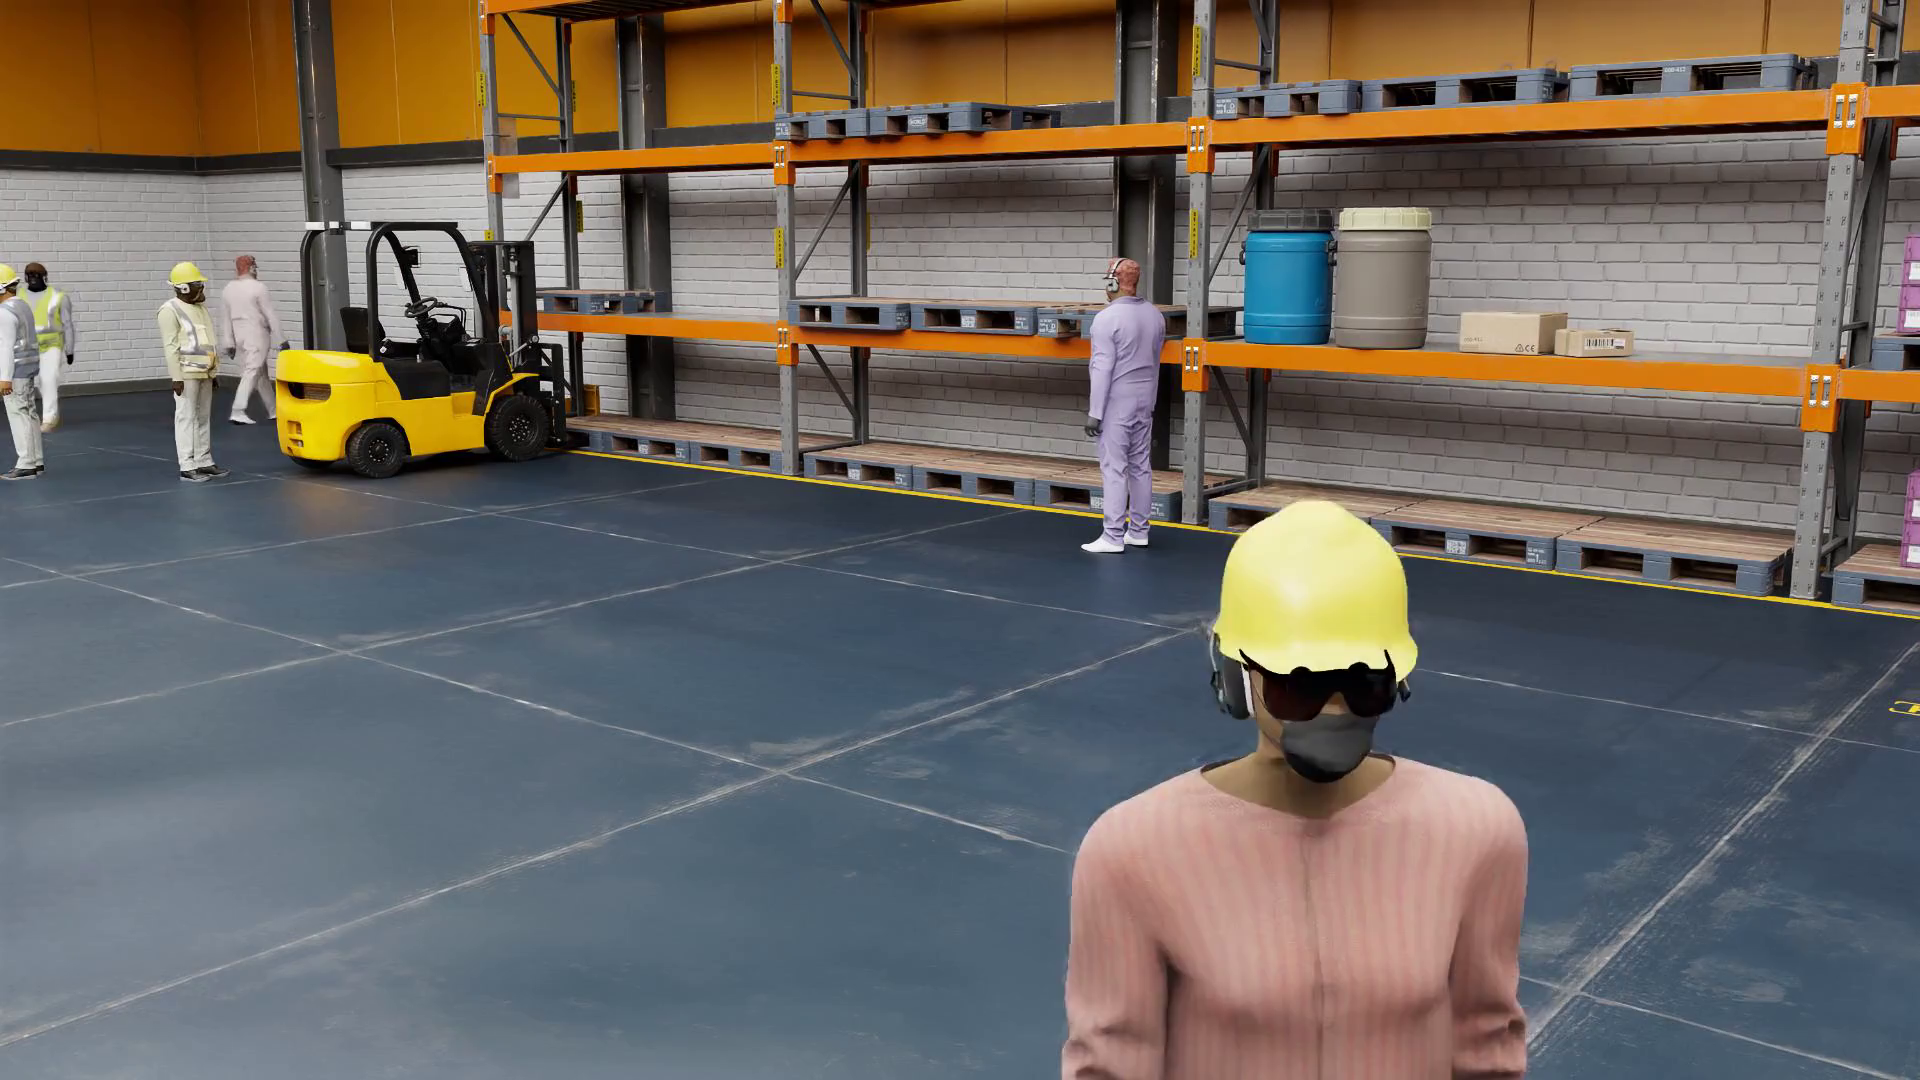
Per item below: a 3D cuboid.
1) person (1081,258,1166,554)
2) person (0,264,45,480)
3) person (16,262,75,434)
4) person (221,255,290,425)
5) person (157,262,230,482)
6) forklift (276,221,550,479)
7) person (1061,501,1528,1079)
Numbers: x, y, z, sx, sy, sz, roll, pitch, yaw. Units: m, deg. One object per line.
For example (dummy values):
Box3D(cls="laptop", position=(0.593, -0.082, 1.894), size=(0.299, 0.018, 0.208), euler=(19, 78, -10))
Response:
Box3D(cls="person", position=(1.035, -0.864, 10.788), size=(0.410, 1.909, 0.642), euler=(9, 14, 42))
Box3D(cls="person", position=(-8.046, -1.425, 14.135), size=(0.403, 1.826, 0.591), euler=(-3, 11, -16))
Box3D(cls="person", position=(-9.787, -2.057, 17.732), size=(0.628, 1.799, 0.964), euler=(-1, 10, -7))
Box3D(cls="person", position=(-7.806, -2.216, 18.429), size=(0.647, 1.862, 0.963), euler=(6, 12, 31))
Box3D(cls="person", position=(-6.466, -1.416, 14.043), size=(0.403, 1.836, 0.591), euler=(1, 10, 6))
Box3D(cls="forklift", position=(-4.922, -1.741, 14.854), size=(1.214, 2.155, 2.313), euler=(8, 13, 38))
Box3D(cls="person", position=(0.385, 0.825, 1.853), size=(0.556, 1.746, 0.580), euler=(0, 10, -2))
